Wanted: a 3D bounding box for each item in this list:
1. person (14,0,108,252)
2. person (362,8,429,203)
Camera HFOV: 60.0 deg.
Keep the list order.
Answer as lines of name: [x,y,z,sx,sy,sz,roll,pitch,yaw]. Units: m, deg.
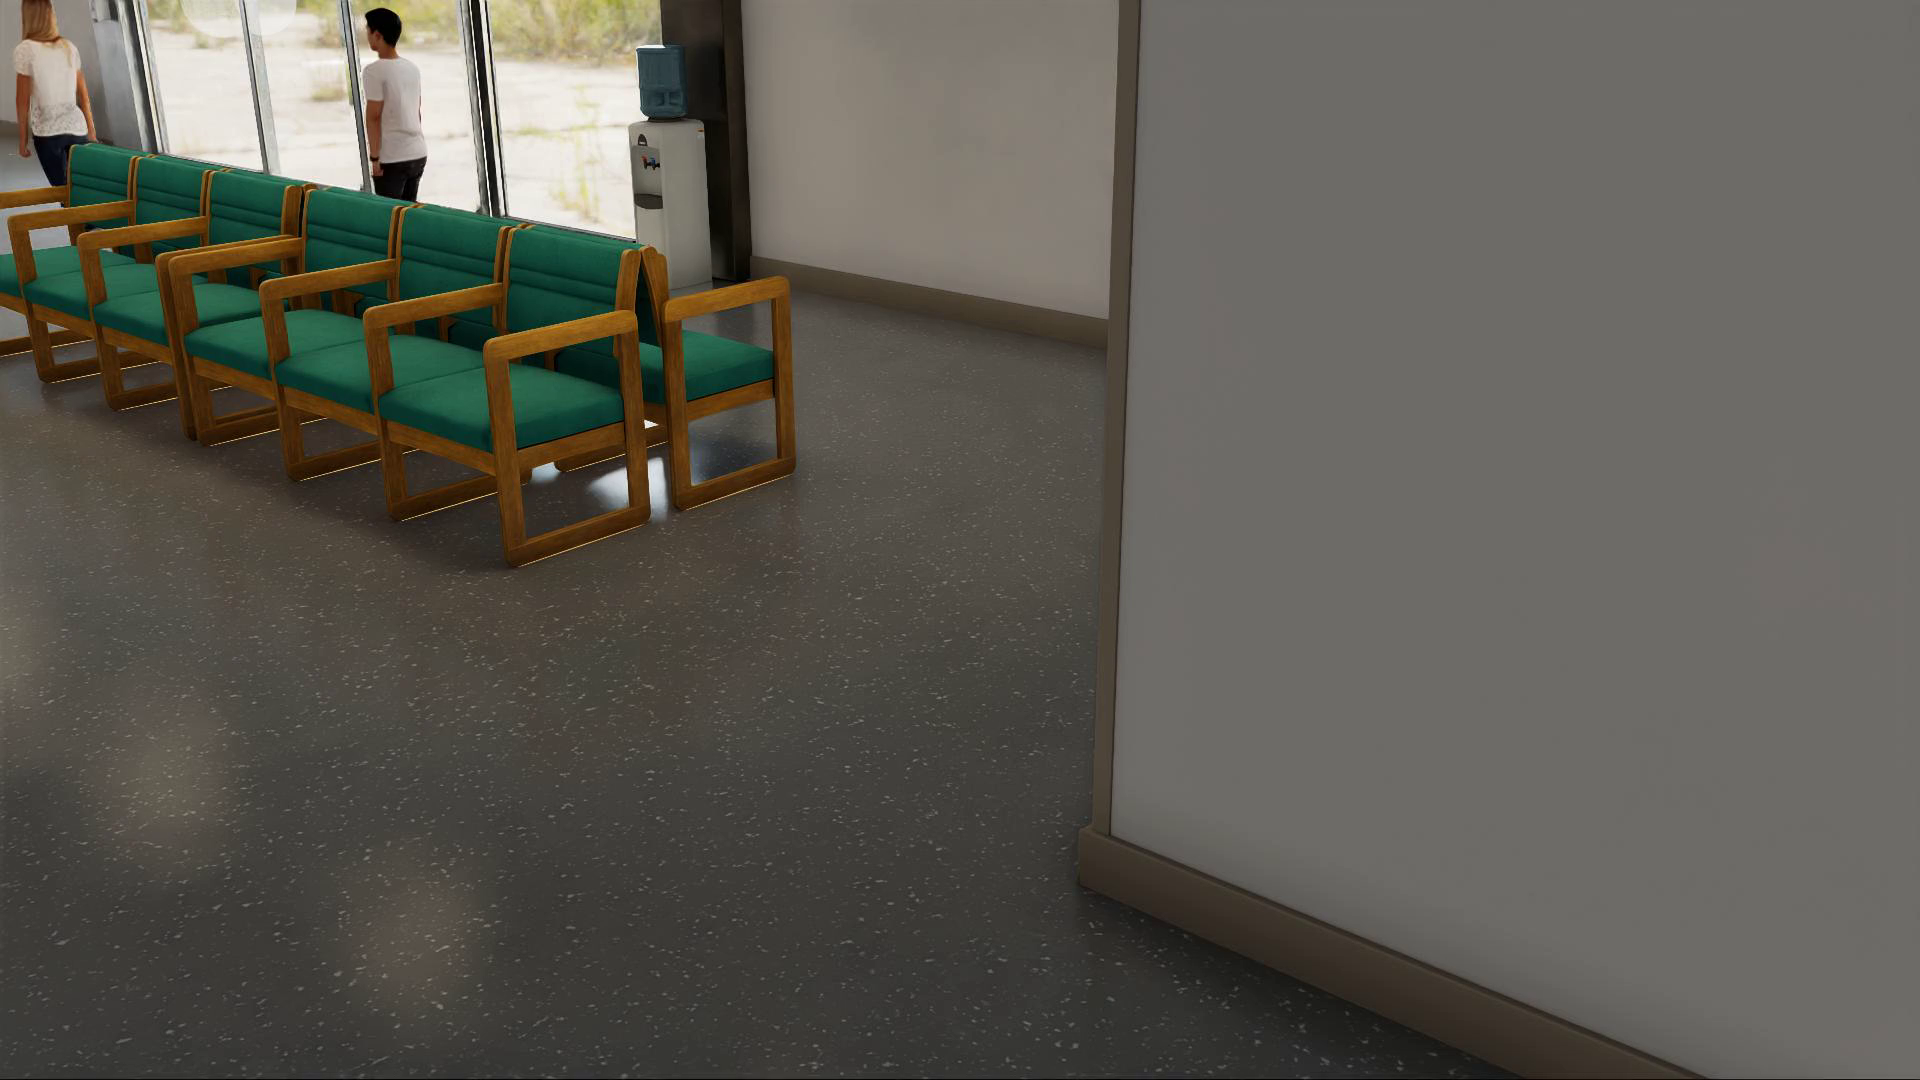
person: [-5.726,-2.574,10.703,0.708,1.799,0.586,10,23,25]
person: [-3.449,-2.416,10.371,0.849,1.706,0.909,8,22,21]
